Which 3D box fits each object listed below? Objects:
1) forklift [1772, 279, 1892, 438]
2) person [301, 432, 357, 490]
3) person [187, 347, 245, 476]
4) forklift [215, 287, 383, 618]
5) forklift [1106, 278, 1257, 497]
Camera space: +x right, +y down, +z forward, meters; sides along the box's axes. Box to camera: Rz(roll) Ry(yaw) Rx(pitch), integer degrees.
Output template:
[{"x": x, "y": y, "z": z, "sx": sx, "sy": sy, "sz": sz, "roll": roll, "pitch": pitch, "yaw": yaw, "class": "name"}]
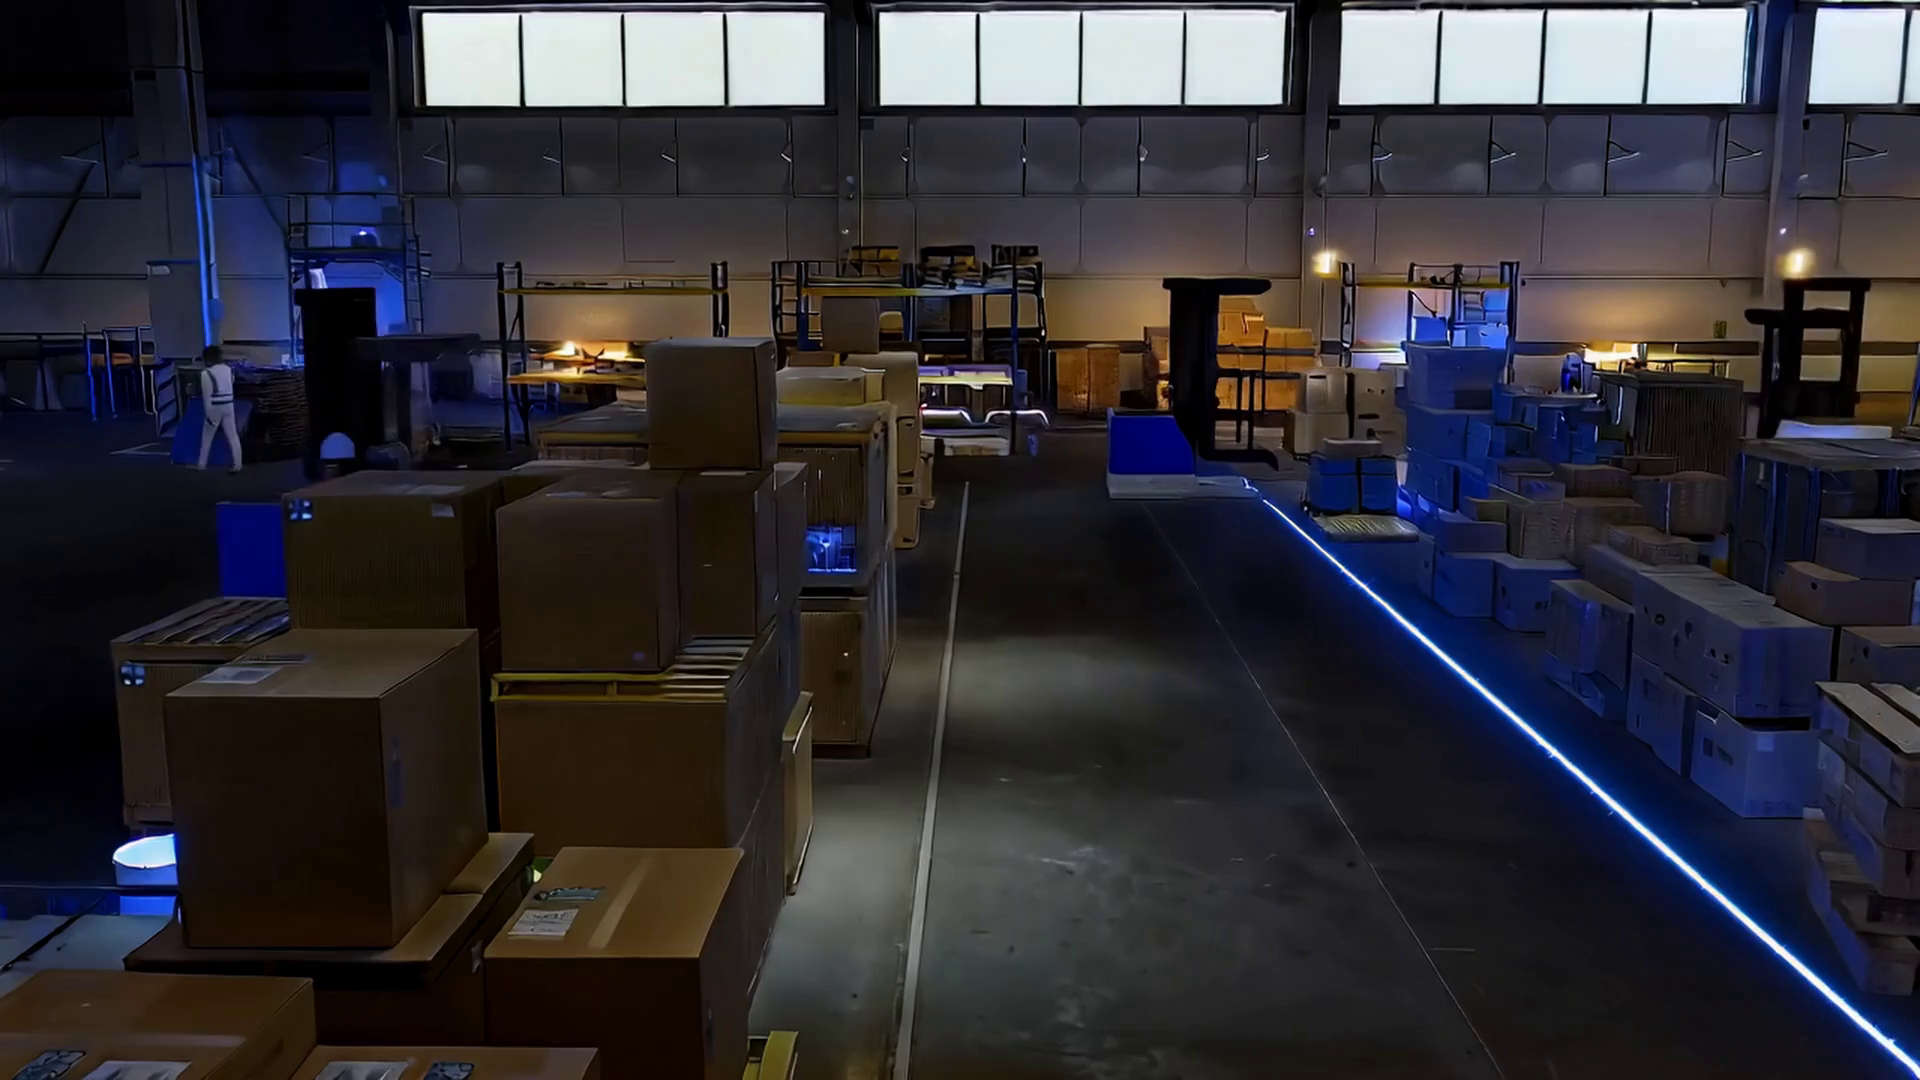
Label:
[{"x": 10.716, "y": -1.859, "z": 20.770, "sx": 1.129, "sy": 2.768, "sz": 1.873, "roll": 0, "pitch": 9, "yaw": 1, "class": "forklift"}, {"x": -4.240, "y": 0.211, "z": 11.341, "sx": 0.559, "sy": 1.895, "sz": 0.976, "roll": 0, "pitch": 9, "yaw": -2, "class": "person"}, {"x": -10.632, "y": -1.831, "z": 23.725, "sx": 0.986, "sy": 1.830, "sz": 0.587, "roll": 5, "pitch": 11, "yaw": 28, "class": "person"}, {"x": -5.142, "y": -0.713, "z": 13.904, "sx": 1.873, "sy": 2.768, "sz": 1.129, "roll": 0, "pitch": 9, "yaw": 1, "class": "forklift"}, {"x": 2.884, "y": -2.007, "z": 21.659, "sx": 1.873, "sy": 2.768, "sz": 1.129, "roll": 0, "pitch": 9, "yaw": 1, "class": "forklift"}]
